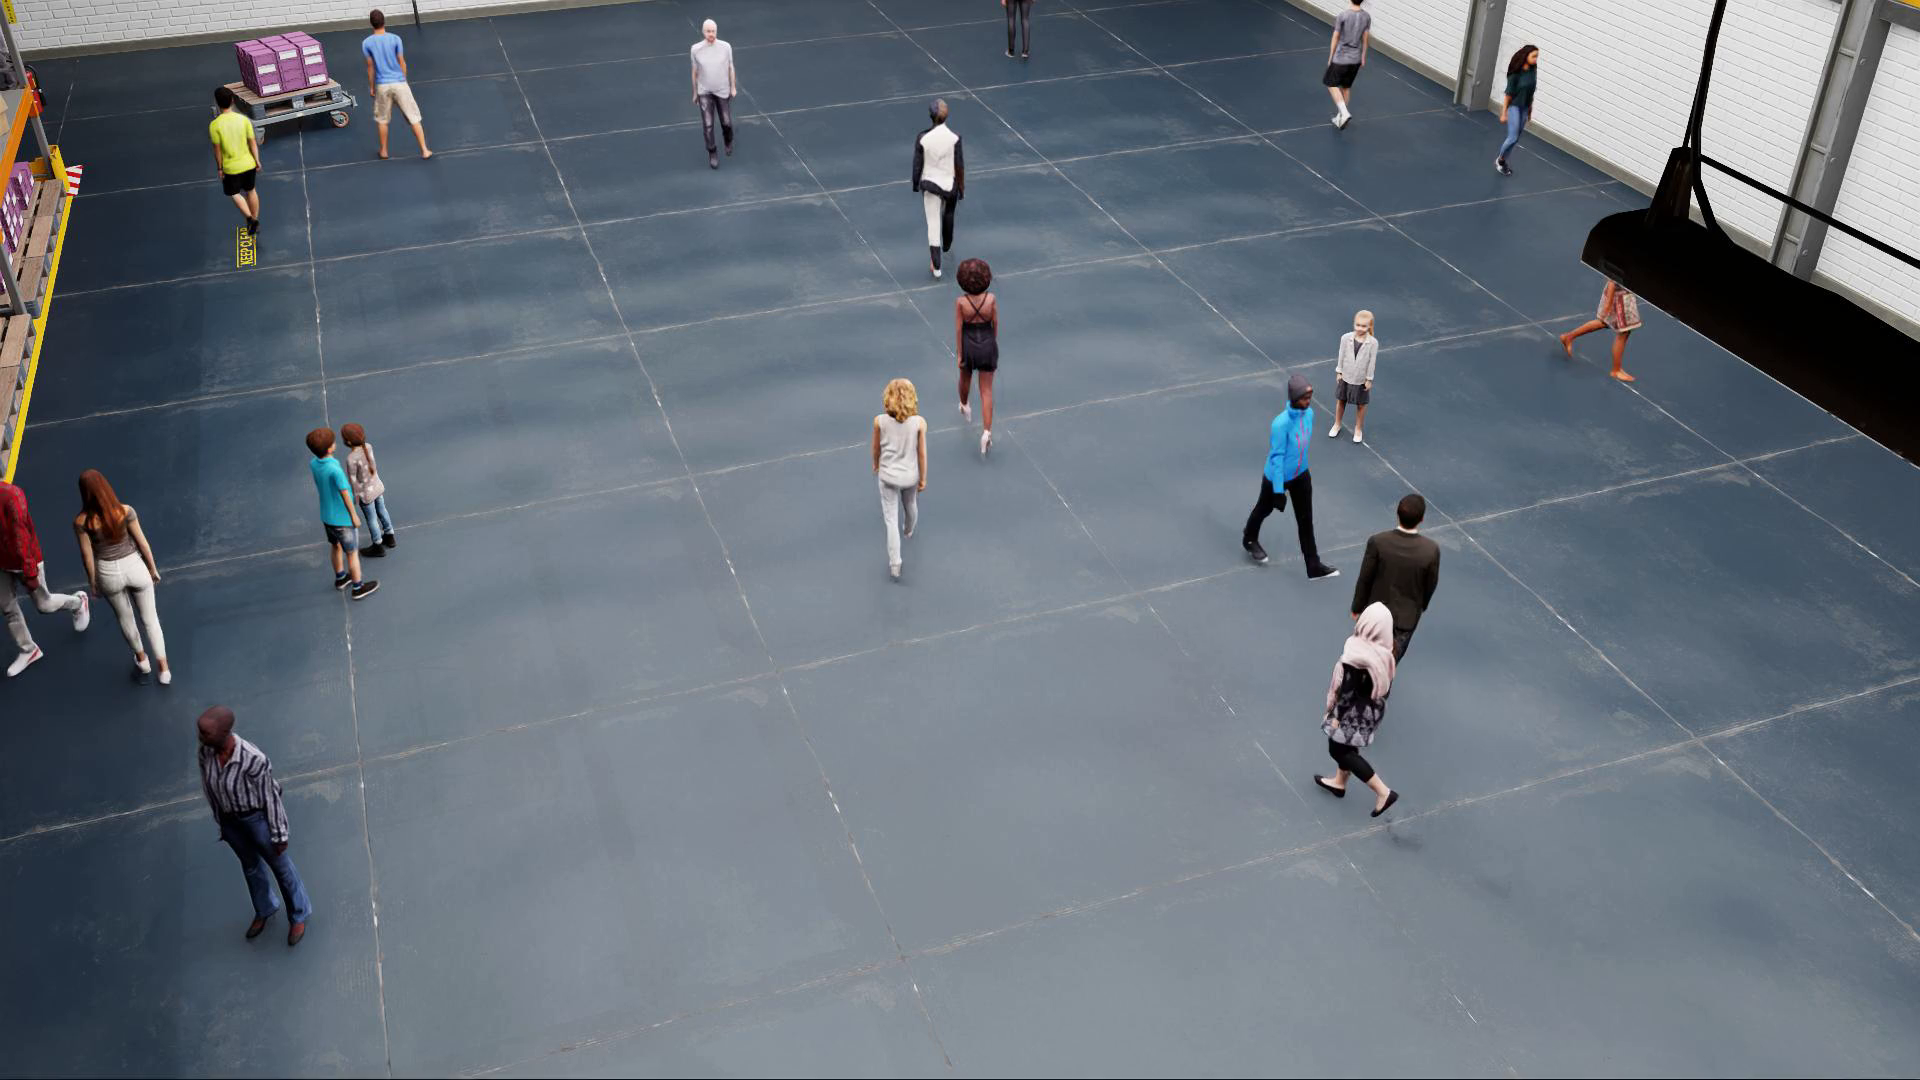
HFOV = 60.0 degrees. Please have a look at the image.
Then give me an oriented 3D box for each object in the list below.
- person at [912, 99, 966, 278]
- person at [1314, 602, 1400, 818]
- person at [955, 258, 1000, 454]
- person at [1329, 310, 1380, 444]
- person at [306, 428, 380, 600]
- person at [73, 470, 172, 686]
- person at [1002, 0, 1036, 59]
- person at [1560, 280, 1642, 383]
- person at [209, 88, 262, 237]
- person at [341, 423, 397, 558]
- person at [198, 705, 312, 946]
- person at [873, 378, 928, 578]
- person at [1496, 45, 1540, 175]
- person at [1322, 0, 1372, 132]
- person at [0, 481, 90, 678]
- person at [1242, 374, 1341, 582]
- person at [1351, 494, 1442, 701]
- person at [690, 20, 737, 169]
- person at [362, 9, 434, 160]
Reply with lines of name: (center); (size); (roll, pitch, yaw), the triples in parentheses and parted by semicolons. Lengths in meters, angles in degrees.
person: (-0.223, -3.747, 17.940); (0.977, 1.841, 1.264); (-1, 34, -1)
person: (2.651, 1.129, 10.803); (0.990, 1.621, 0.861); (26, 42, 34)
person: (0.177, -1.608, 14.811); (0.760, 1.742, 1.156); (-3, 34, -4)
person: (3.585, -1.502, 15.075); (0.598, 1.274, 0.660); (16, 37, 22)
person: (-4.878, -0.222, 12.993); (0.560, 1.447, 0.652); (23, 40, 30)
person: (-6.027, 0.278, 11.978); (0.687, 1.737, 0.843); (-17, 37, -24)
person: (0.849, -8.019, 24.373); (0.692, 1.833, 0.615); (-2, 34, -4)
person: (6.279, -2.369, 16.063); (1.136, 1.623, 0.982); (22, 40, 30)
person: (-8.153, -4.241, 18.818); (0.788, 1.691, 0.931); (-24, 40, -31)
person: (-4.810, -0.419, 13.518); (0.608, 1.193, 0.531); (9, 35, 14)
person: (-4.190, 1.670, 9.833); (0.698, 1.793, 0.724); (9, 35, 13)
person: (-0.503, -0.473, 13.207); (0.814, 1.628, 1.133); (-1, 34, -1)
person: (6.821, -5.328, 20.532); (0.624, 1.605, 0.637); (-16, 37, -23)
person: (5.068, -6.234, 21.670); (0.738, 1.854, 0.923); (-6, 34, -9)
person: (-6.886, 0.094, 12.199); (0.982, 1.799, 1.132); (9, 35, 13)
person: (2.503, -0.525, 13.179); (0.877, 1.746, 1.234); (-23, 40, -30)
person: (2.992, 0.553, 11.553); (1.177, 1.748, 1.242); (13, 36, 19)
person: (-3.069, -5.613, 20.771); (0.790, 1.815, 0.856); (-2, 34, -4)
person: (-7.170, -5.702, 20.875); (0.899, 1.847, 0.760); (-7, 34, -10)
